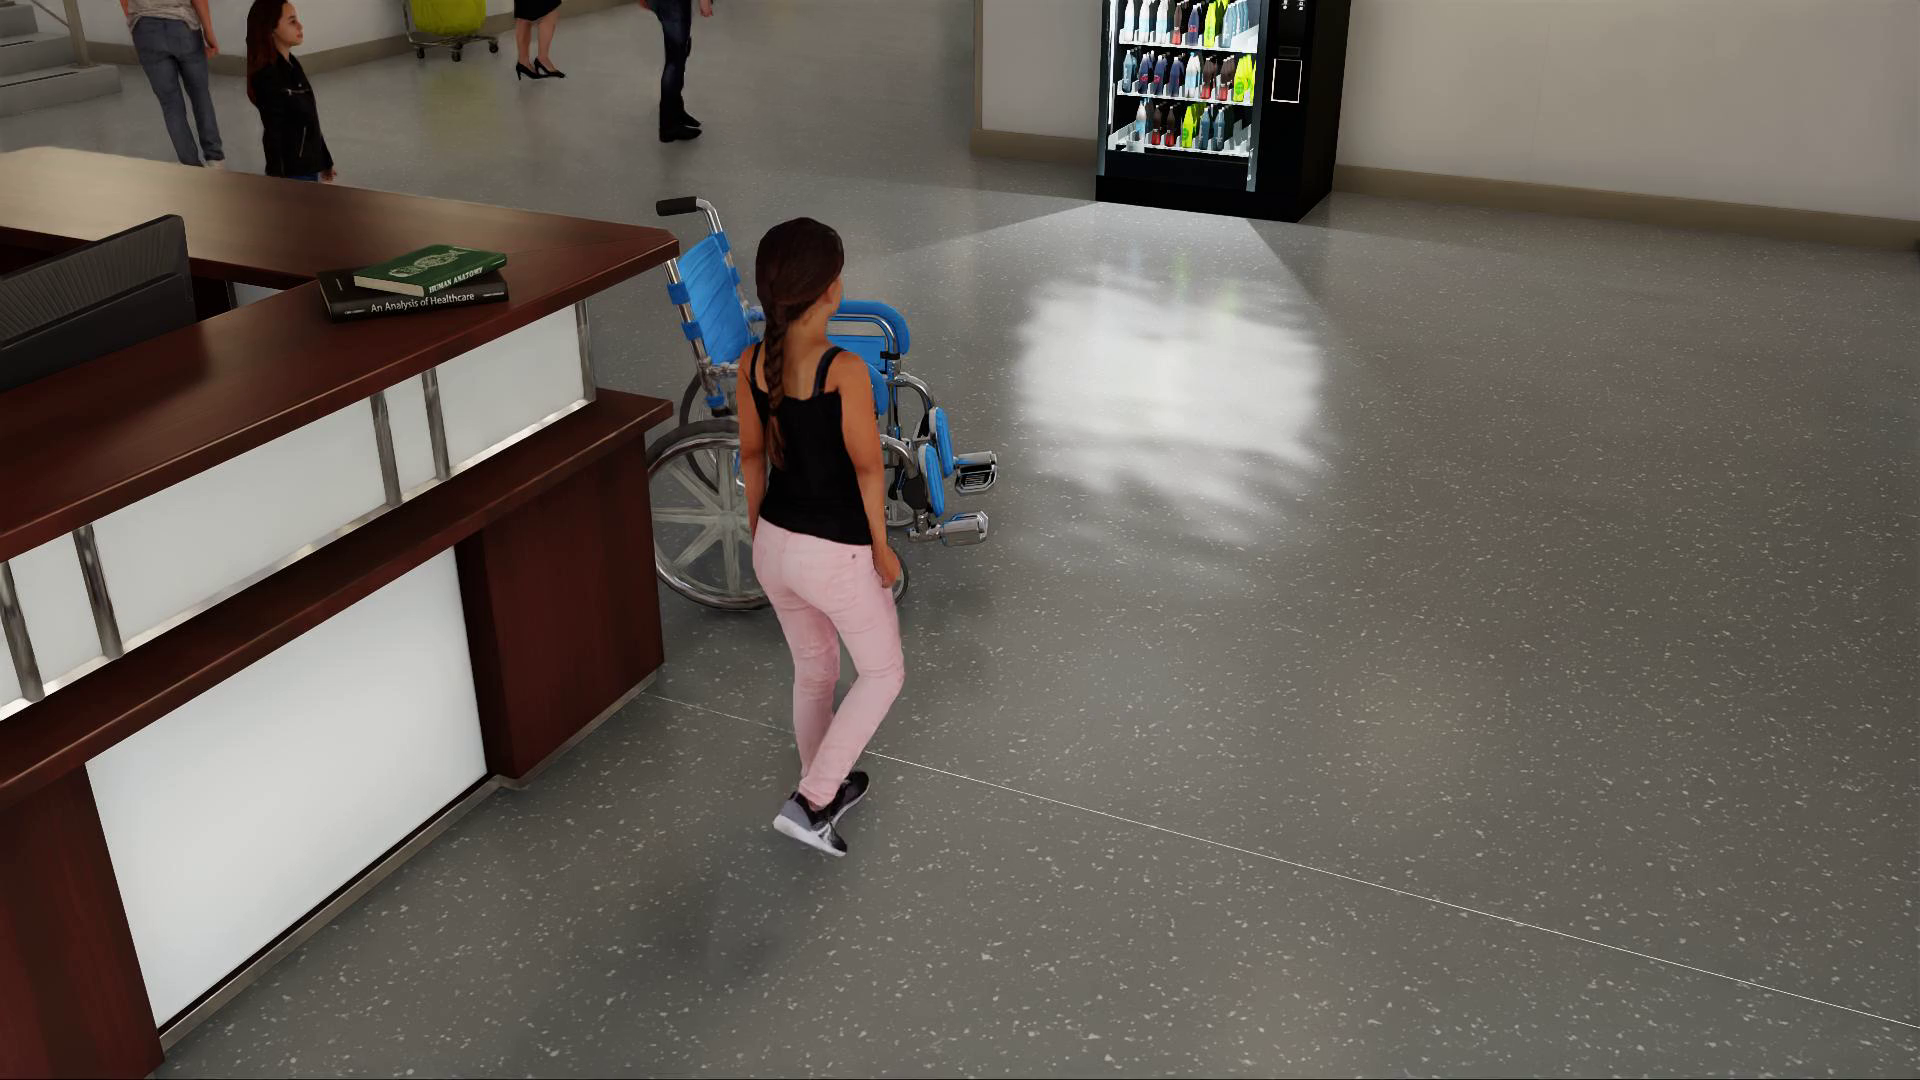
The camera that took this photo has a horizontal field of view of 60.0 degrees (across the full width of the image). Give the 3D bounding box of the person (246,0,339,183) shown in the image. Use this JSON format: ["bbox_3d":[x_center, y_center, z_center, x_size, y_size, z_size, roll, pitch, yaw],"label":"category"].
[{"bbox_3d":[-3.040,-1.654,7.429,0.953,1.462,0.853,-4,26,-9],"label":"person"}]

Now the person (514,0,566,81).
[{"bbox_3d":[-3.446,-4.416,12.922,0.878,1.666,0.840,-5,26,-11],"label":"person"}]

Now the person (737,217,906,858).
[{"bbox_3d":[-0.346,0.063,3.760,0.682,1.556,0.620,14,29,26],"label":"person"}]

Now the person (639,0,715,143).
[{"bbox_3d":[-1.984,-3.565,10.902,0.875,1.887,0.750,-22,33,-38],"label":"person"}]

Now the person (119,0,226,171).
[{"bbox_3d":[-4.532,-2.876,9.486,0.827,1.875,0.887,-11,28,-21],"label":"person"}]
